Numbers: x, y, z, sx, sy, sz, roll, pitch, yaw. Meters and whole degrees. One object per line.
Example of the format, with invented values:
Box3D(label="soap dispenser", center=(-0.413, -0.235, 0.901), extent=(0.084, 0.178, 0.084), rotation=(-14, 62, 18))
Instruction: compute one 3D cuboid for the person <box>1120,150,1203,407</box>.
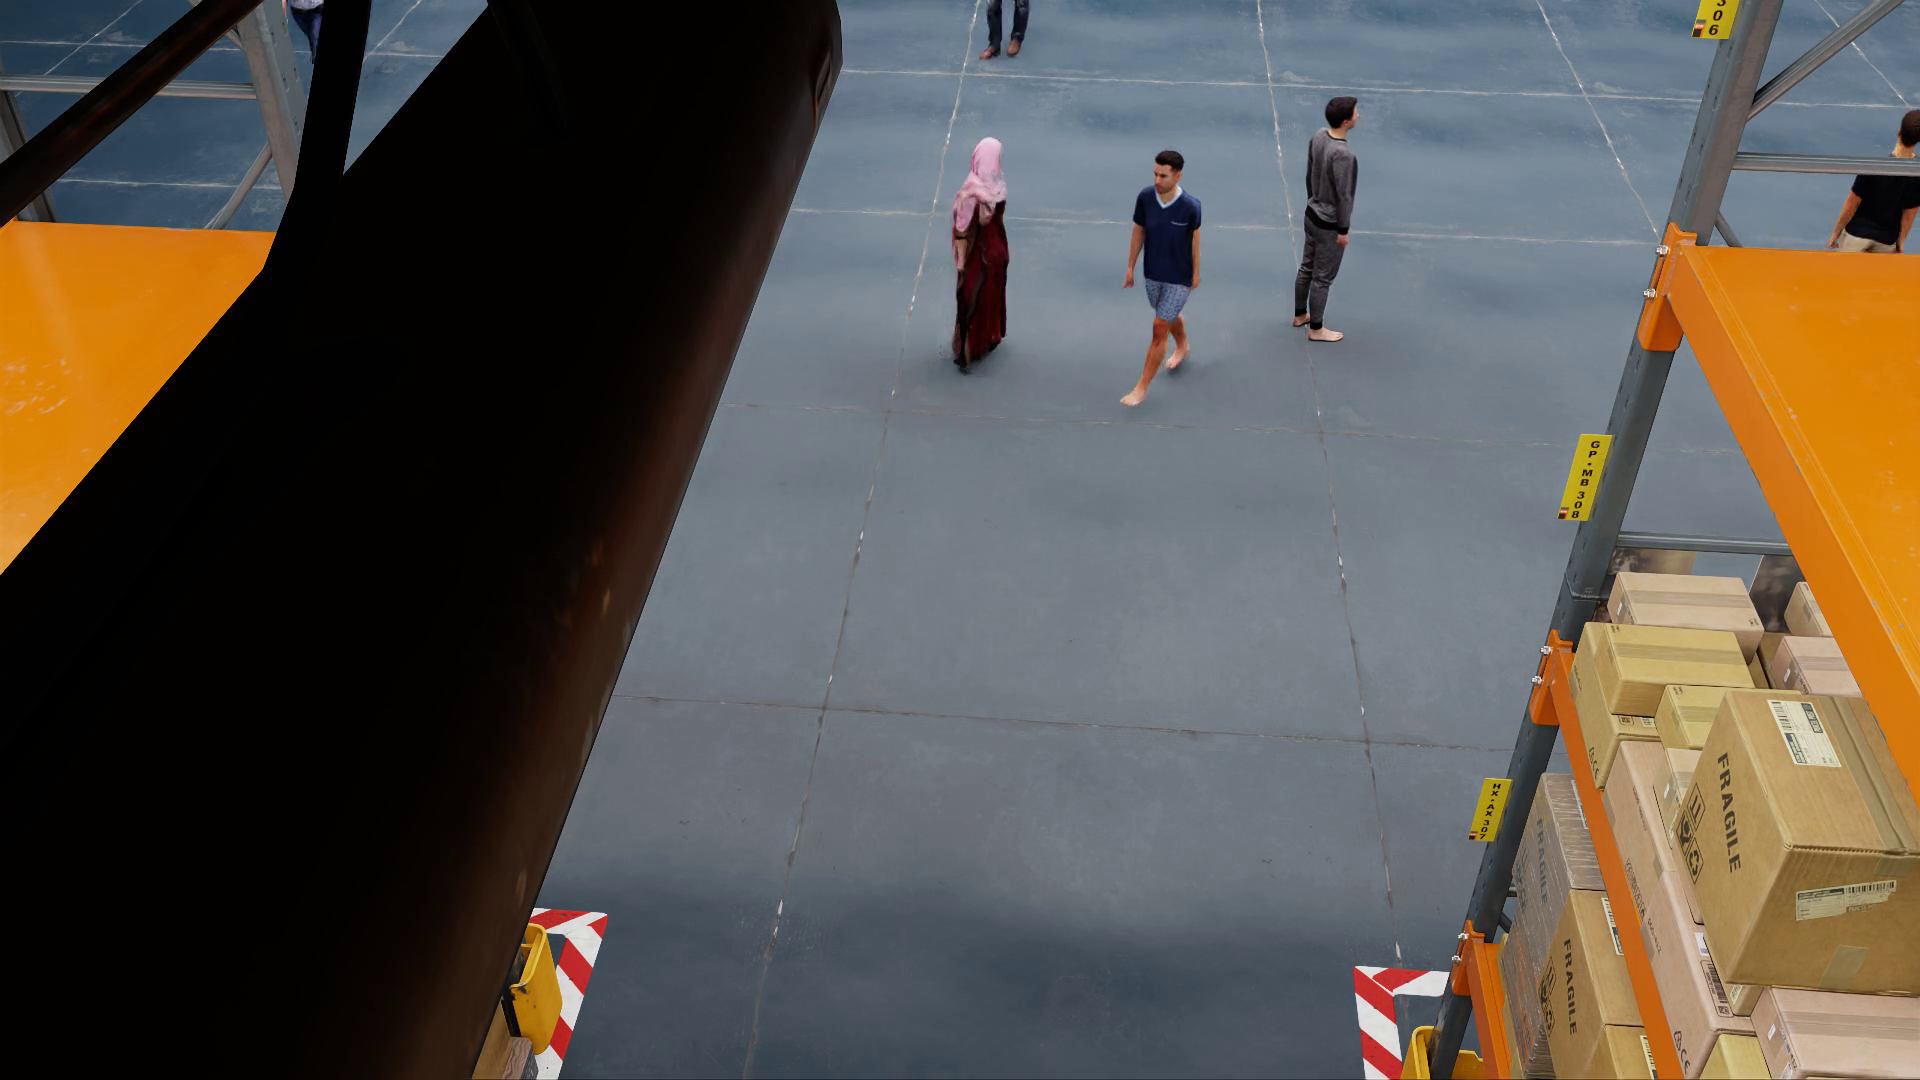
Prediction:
Box3D(label="person", center=(1.467, -1.861, 11.423), extent=(1.034, 1.791, 1.246), rotation=(25, 44, 28))

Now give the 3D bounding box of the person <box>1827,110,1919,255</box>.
Box3D(label="person", center=(6.410, -2.092, 11.682), extent=(0.714, 1.835, 1.071), rotation=(7, 39, 9))

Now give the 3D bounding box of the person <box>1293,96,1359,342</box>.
Box3D(label="person", center=(2.637, -2.320, 11.969), extent=(0.814, 1.841, 0.635), rotation=(-10, 39, -13))

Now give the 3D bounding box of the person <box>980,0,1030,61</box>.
Box3D(label="person", center=(0.537, -5.692, 16.236), extent=(0.909, 1.894, 1.011), rotation=(14, 40, 18))

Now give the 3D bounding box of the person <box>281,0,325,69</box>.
Box3D(label="person", center=(-5.945, -4.856, 15.346), extent=(0.696, 1.675, 1.163), rotation=(8, 39, 11))

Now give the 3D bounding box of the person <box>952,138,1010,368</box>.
Box3D(label="person", center=(0.135, -2.004, 11.755), extent=(0.897, 1.606, 0.776), rotation=(18, 42, 22))
